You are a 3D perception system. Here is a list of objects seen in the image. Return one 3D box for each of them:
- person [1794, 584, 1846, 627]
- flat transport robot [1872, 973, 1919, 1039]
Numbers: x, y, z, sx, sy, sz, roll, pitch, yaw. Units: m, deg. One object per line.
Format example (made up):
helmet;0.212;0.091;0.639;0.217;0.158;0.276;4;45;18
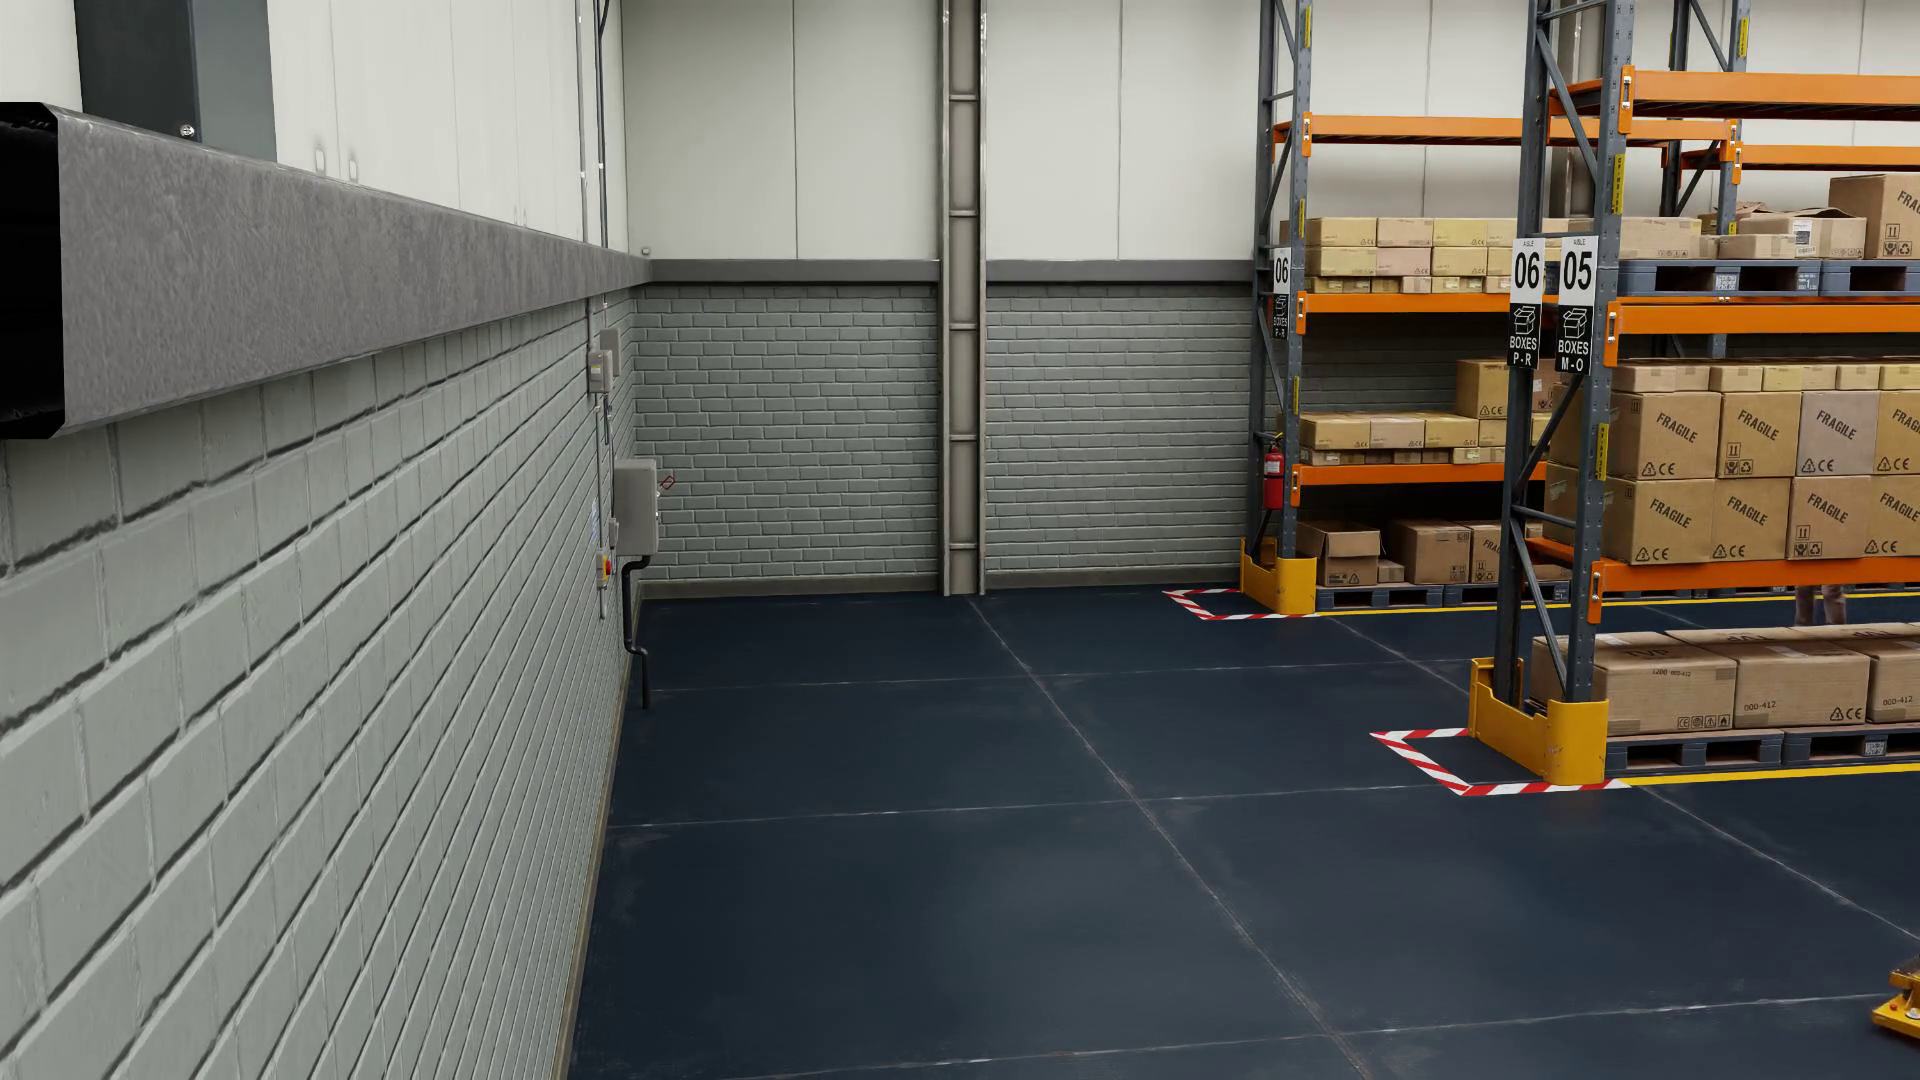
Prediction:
person;6.596;-0.004;12.683;0.400;1.987;0.631;-2;9;-12
flat transport robot;4.382;1.808;6.785;1.431;0.197;0.652;-7;12;-38
